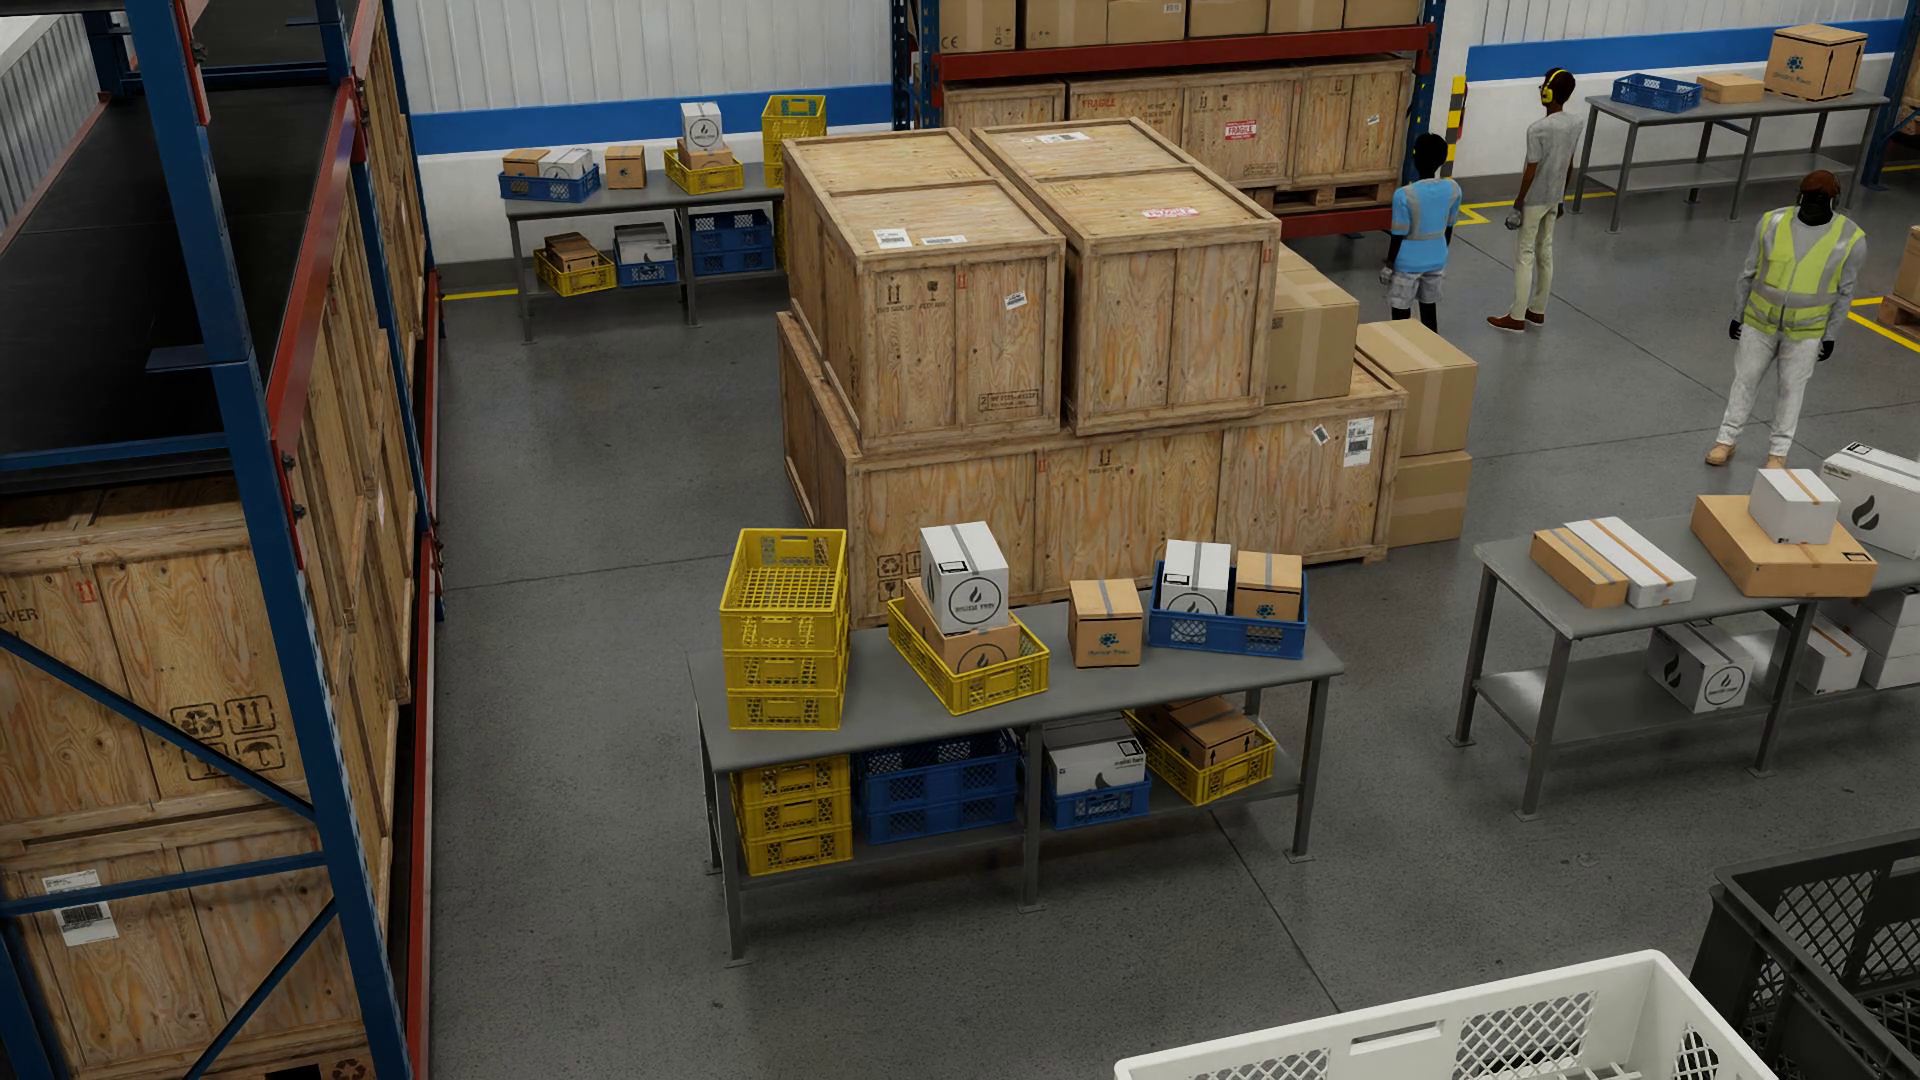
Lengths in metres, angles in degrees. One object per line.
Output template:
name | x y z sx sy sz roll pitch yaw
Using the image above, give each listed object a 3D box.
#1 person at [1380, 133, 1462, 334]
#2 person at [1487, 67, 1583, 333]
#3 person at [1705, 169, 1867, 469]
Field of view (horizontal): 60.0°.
person | 2.996 -1.817 10.917 0.537 1.695 0.320 -13 31 -22
person | 4.096 -2.397 11.793 0.515 1.872 0.328 -17 33 -28
person | 4.847 -1.266 9.770 0.627 1.844 0.429 19 34 30
